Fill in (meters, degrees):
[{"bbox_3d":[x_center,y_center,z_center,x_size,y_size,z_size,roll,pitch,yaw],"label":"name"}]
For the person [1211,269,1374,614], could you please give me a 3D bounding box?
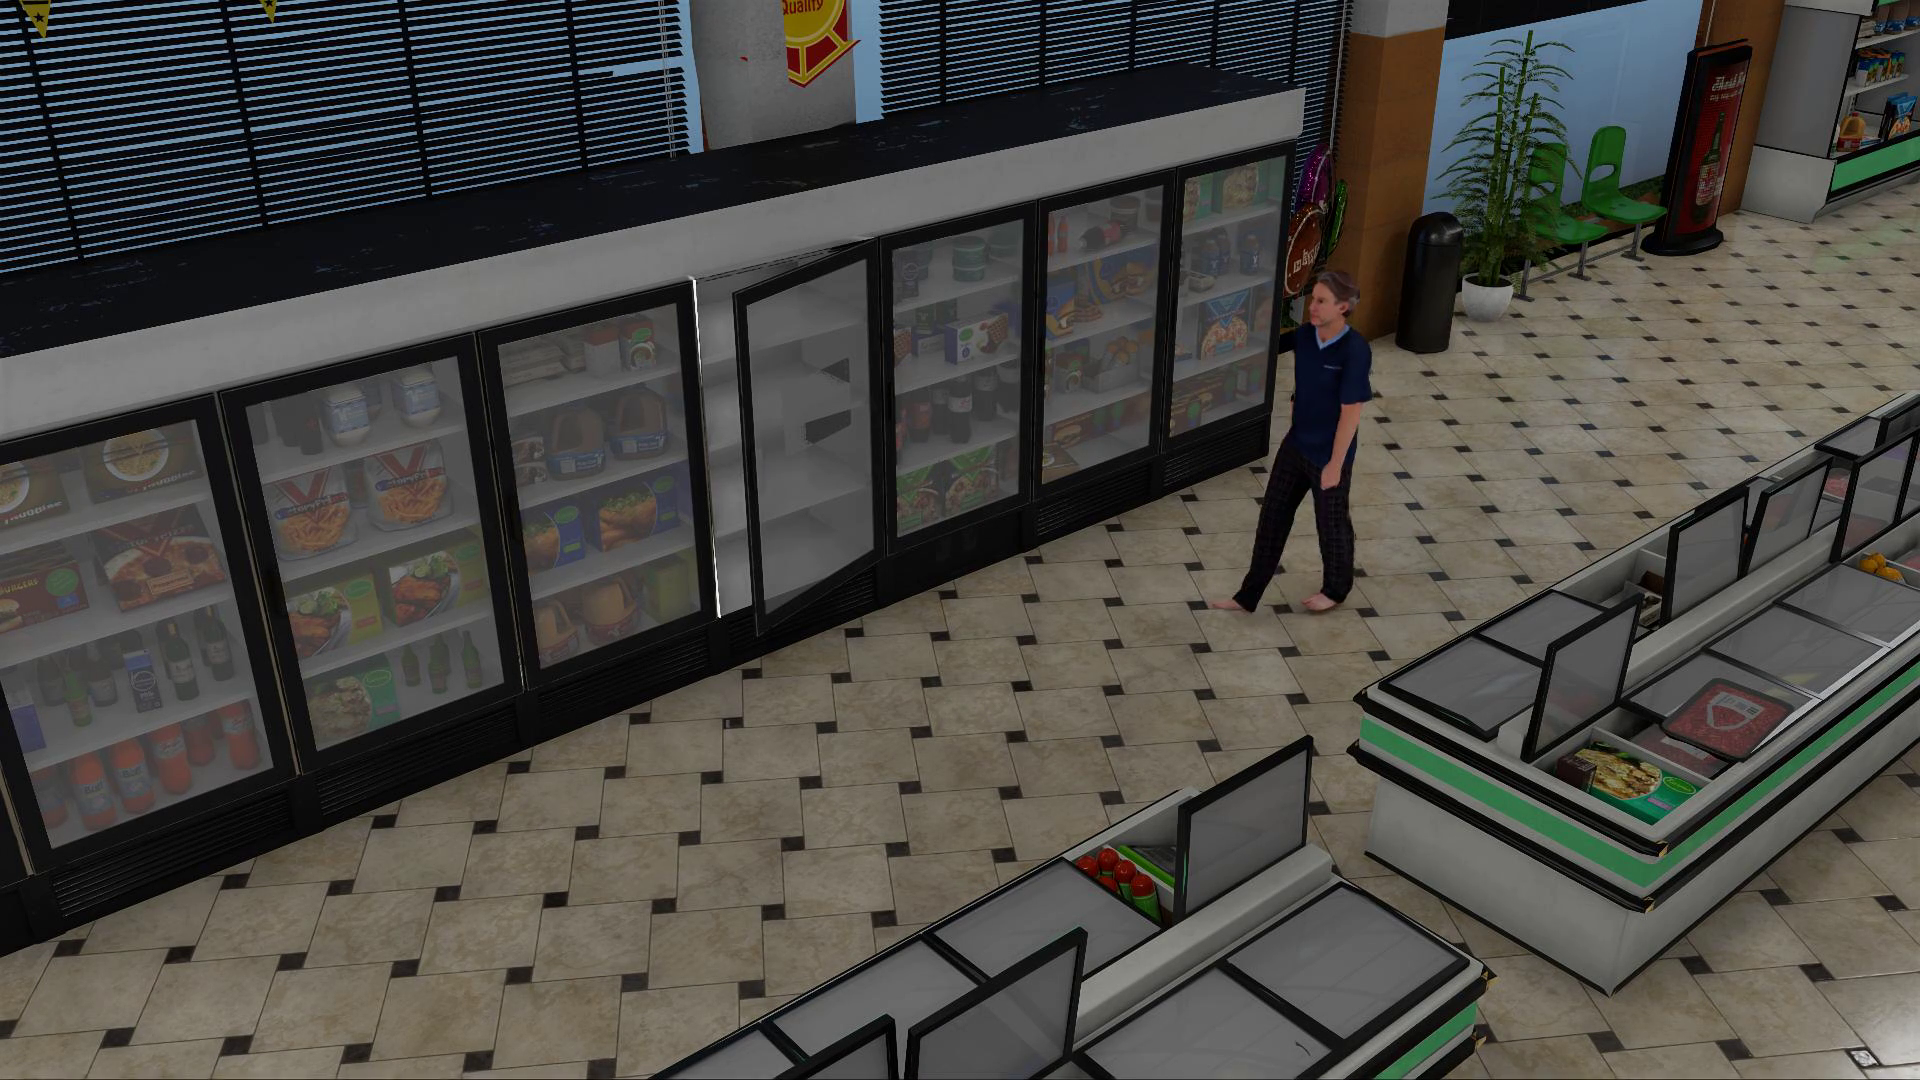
[{"bbox_3d":[1.874,-0.461,8.338,1.058,1.843,0.769,-16,31,-28],"label":"person"}]
